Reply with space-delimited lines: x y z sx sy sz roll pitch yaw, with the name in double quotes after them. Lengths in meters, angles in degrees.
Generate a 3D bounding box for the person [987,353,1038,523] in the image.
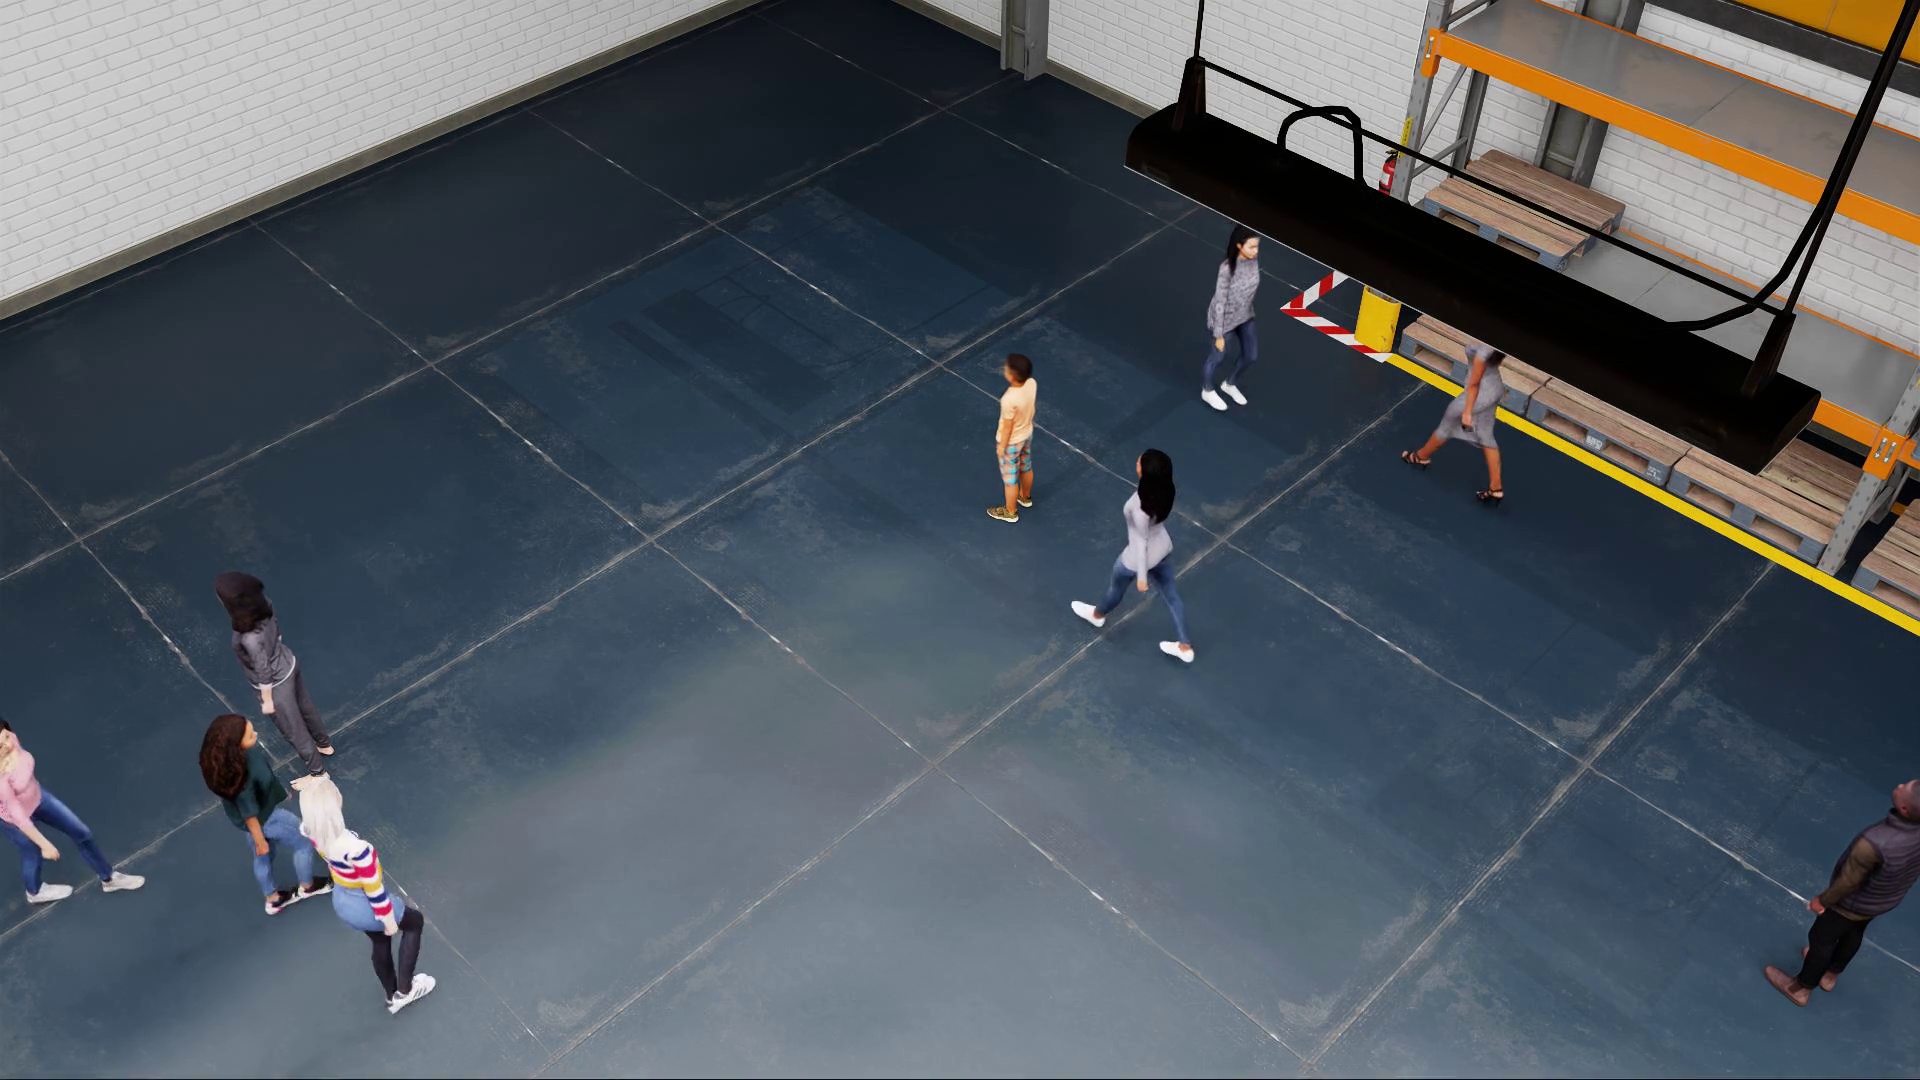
0.409 -0.758 12.064 0.537 1.461 0.551 26 49 24 "person"

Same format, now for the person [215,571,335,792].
-4.173 0.842 10.164 0.733 1.764 0.649 -4 44 -4 "person"

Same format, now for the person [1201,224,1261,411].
2.049 -1.762 12.930 0.681 1.719 0.657 -28 50 -26 "person"

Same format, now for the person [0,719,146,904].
-5.366 1.552 9.463 0.964 1.703 0.930 -9 44 -9 "person"

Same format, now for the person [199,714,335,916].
-4.078 1.605 9.485 0.684 1.596 0.633 -28 50 -26 "person"

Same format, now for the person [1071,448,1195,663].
1.323 0.155 10.947 1.206 1.679 0.740 28 50 26 "person"

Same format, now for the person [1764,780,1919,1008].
4.875 1.906 8.996 0.769 1.836 0.718 -16 46 -17 "person"

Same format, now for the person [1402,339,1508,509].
3.844 -0.959 12.078 0.702 1.731 1.107 -28 50 -26 "person"

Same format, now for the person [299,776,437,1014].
-3.268 1.994 8.943 0.611 1.781 0.816 28 50 26 "person"
